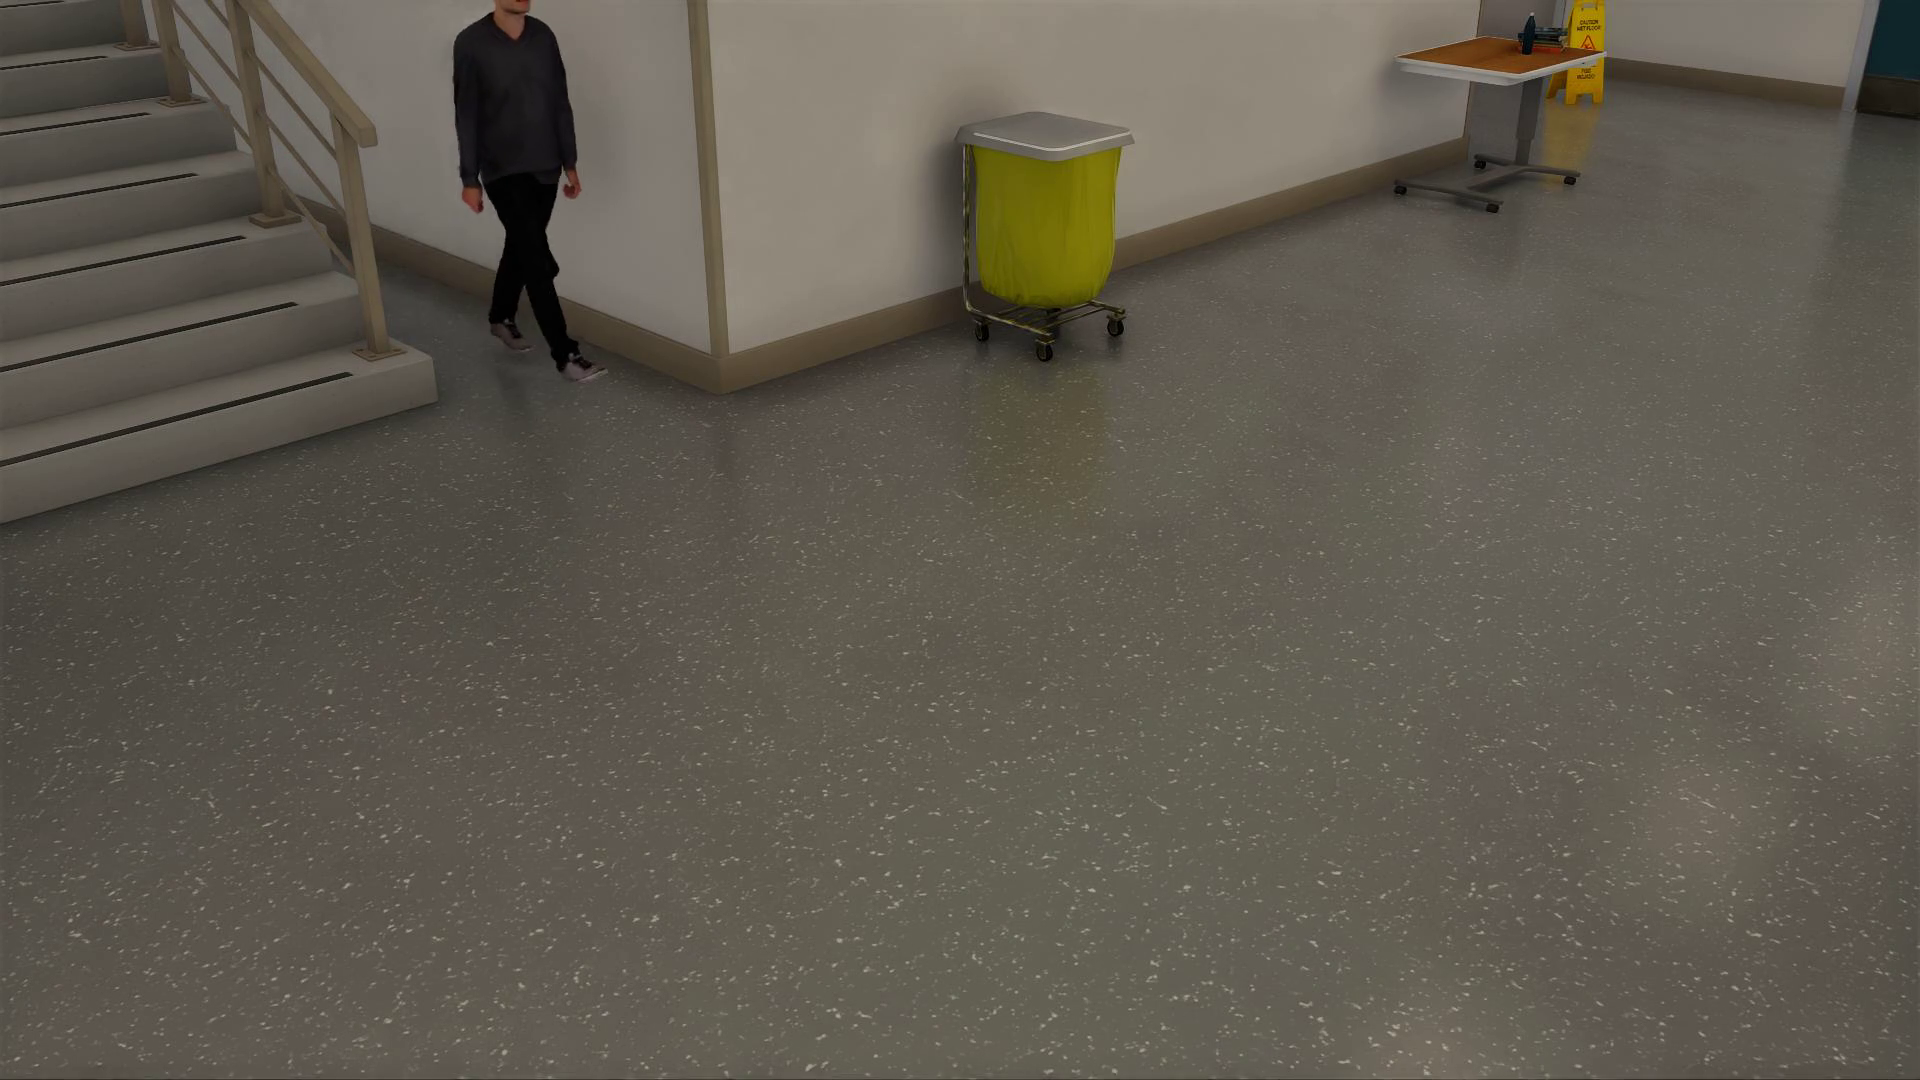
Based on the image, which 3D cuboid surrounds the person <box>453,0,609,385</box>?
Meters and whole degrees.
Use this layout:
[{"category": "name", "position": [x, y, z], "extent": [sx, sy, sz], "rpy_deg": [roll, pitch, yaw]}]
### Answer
[{"category": "person", "position": [-1.864, -1.520, 6.917], "extent": [1.162, 1.714, 0.665], "rpy_deg": [23, 34, 39]}]
